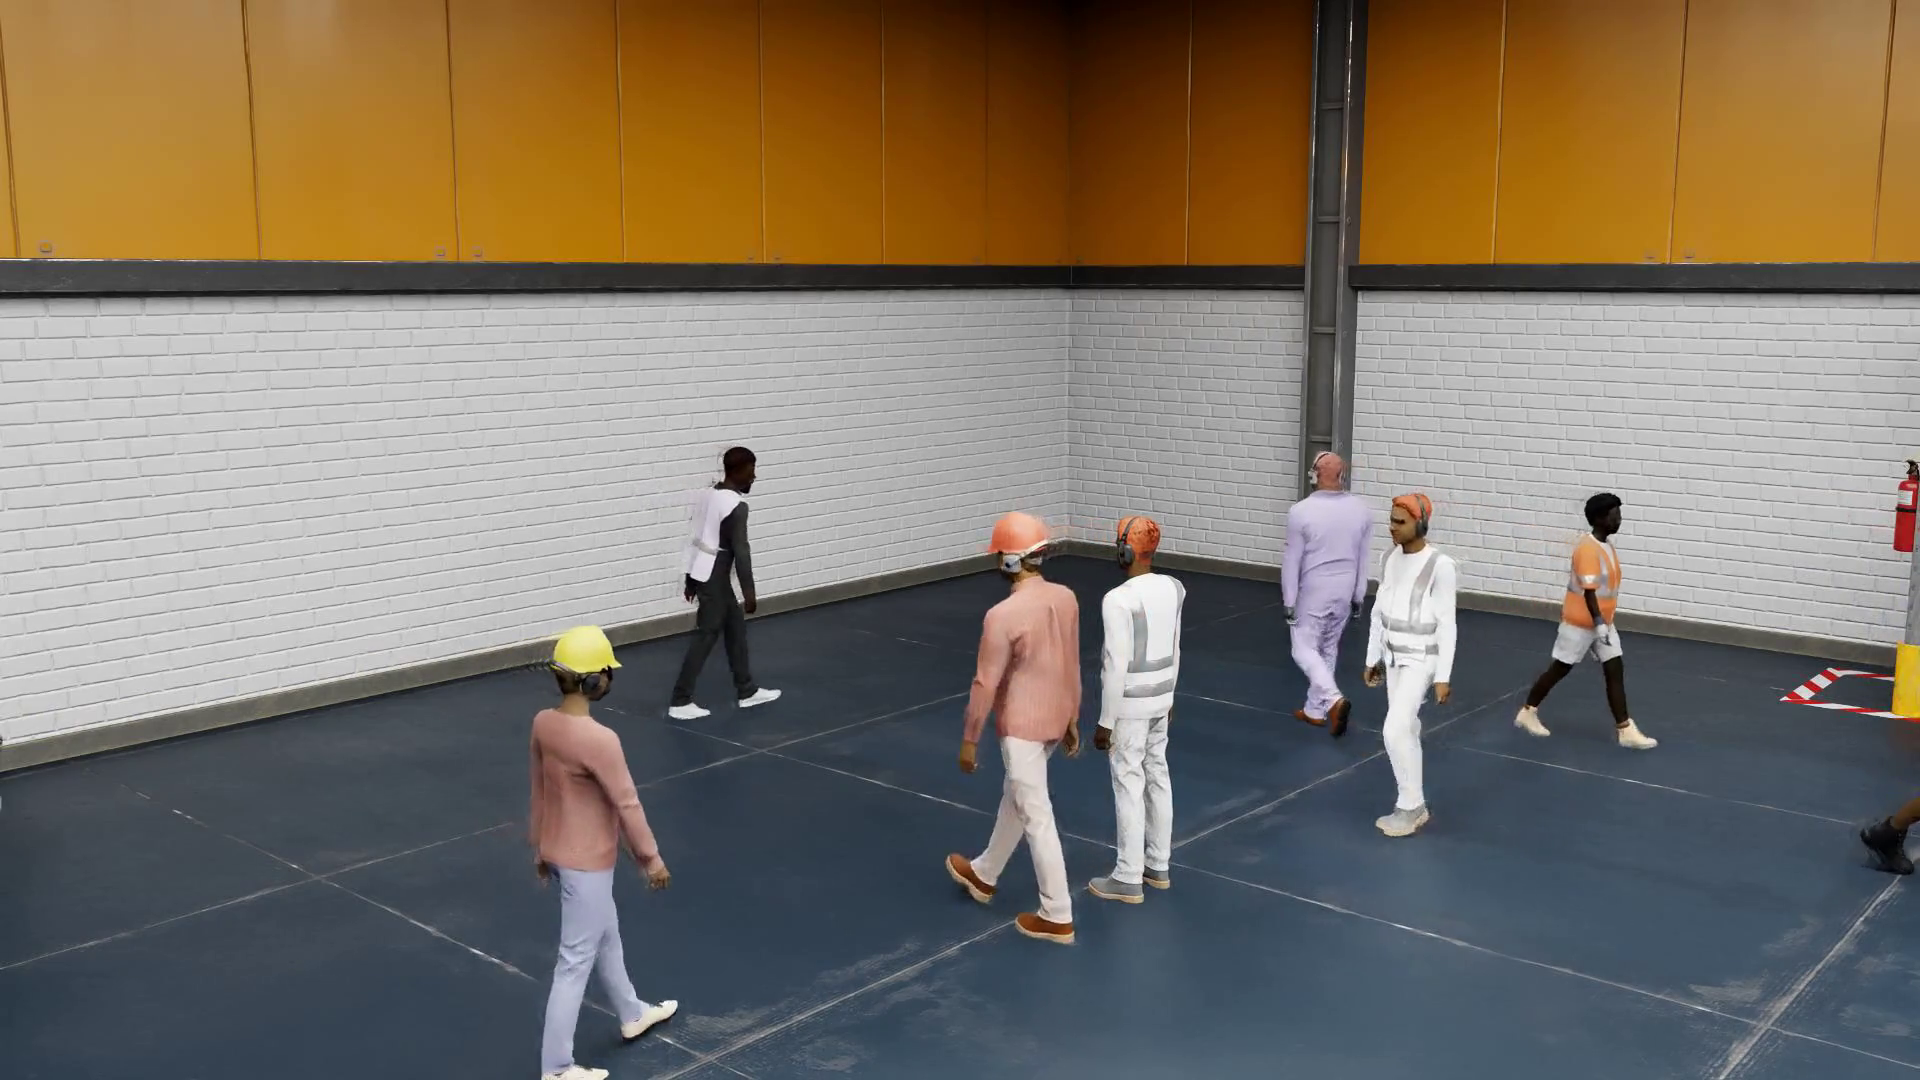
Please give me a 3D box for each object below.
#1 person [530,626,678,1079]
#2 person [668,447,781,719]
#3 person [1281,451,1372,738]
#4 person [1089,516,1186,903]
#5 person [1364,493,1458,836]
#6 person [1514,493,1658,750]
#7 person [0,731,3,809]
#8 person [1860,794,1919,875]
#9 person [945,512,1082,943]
[{"bbox_3d":[-1.310,1.178,6.283,0.756,1.741,0.535,-8,12,-40],"label":"person"},{"bbox_3d":[-1.614,0.292,11.431,0.942,1.866,0.617,-4,10,-25],"label":"person"},{"bbox_3d":[2.416,0.361,10.945,0.650,1.886,0.749,-3,10,-21],"label":"person"},{"bbox_3d":[0.858,0.815,8.089,0.347,1.882,0.584,8,12,40],"label":"person"},{"bbox_3d":[2.370,0.678,8.981,0.495,1.870,0.604,-3,10,-19],"label":"person"},{"bbox_3d":[4.053,0.508,10.752,0.888,1.655,0.545,8,12,42],"label":"person"},{"bbox_3d":[-4.755,0.885,7.764,0.447,1.847,0.545,5,10,30],"label":"person"},{"bbox_3d":[4.991,0.818,8.094,0.592,1.891,0.941,-6,11,-31],"label":"person"},{"bbox_3d":[0.203,0.840,7.704,0.898,1.950,0.632,7,11,37],"label":"person"}]
